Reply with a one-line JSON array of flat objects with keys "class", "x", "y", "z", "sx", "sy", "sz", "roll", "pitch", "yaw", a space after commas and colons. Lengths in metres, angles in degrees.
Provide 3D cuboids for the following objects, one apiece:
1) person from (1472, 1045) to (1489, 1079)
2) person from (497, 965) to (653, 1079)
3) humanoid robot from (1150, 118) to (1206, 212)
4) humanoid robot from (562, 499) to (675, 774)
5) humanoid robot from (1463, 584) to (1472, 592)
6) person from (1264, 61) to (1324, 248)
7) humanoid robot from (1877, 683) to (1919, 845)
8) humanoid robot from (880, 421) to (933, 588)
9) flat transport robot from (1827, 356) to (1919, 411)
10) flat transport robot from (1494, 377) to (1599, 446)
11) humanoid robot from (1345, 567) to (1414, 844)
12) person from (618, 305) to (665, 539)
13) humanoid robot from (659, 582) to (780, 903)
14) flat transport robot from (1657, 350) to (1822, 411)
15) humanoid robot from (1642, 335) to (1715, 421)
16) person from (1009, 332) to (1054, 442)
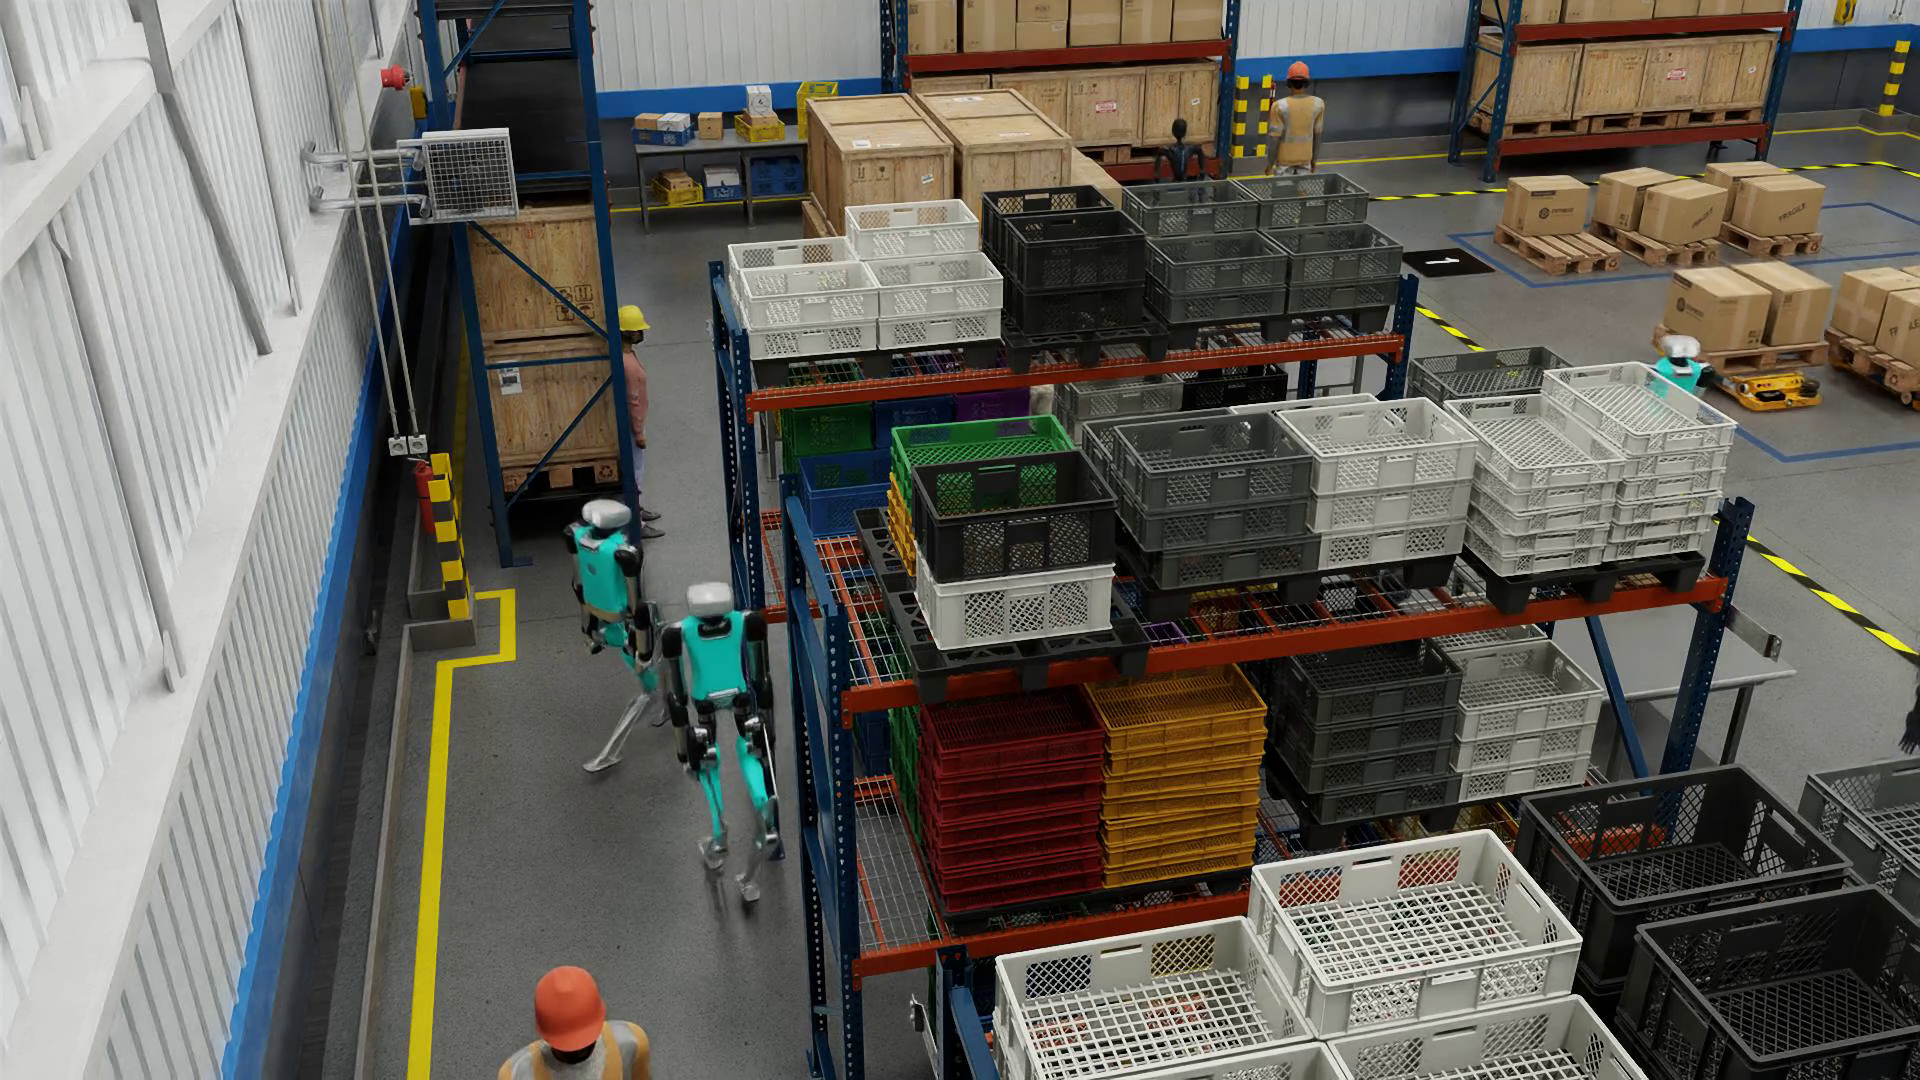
[{"class": "person", "x": 1.836, "y": 2.421, "z": 5.792, "sx": 0.528, "sy": 1.826, "sz": 0.623, "roll": -3, "pitch": 28, "yaw": -6}, {"class": "person", "x": -1.312, "y": 2.282, "z": 5.927, "sx": 0.542, "sy": 1.939, "sz": 0.363, "roll": -14, "pitch": 31, "yaw": -25}, {"class": "humanoid robot", "x": 2.288, "y": -3.529, "z": 17.231, "sx": 0.609, "sy": 1.637, "sz": 0.468, "roll": -5, "pitch": 28, "yaw": -9}, {"class": "humanoid robot", "x": -1.842, "y": 0.486, "z": 9.575, "sx": 0.561, "sy": 1.739, "sz": 1.039, "roll": 18, "pitch": 32, "yaw": 30}, {"class": "humanoid robot", "x": 3.635, "y": -0.279, "z": 10.990, "sx": 0.969, "sy": 1.734, "sz": 0.545, "roll": 15, "pitch": 31, "yaw": 25}, {"class": "person", "x": 3.587, "y": -4.129, "z": 17.986, "sx": 0.604, "sy": 2.037, "sz": 0.390, "roll": -6, "pitch": 28, "yaw": -11}, {"class": "humanoid robot", "x": 5.266, "y": 0.868, "z": 8.910, "sx": 0.588, "sy": 1.635, "sz": 0.687, "roll": -6, "pitch": 28, "yaw": -12}, {"class": "humanoid robot", "x": -0.380, "y": -0.165, "z": 10.882, "sx": 0.640, "sy": 1.870, "sz": 0.535, "roll": 0, "pitch": 28, "yaw": 1}, {"class": "flat transport robot", "x": 8.473, "y": -1.467, "z": 14.800, "sx": 0.652, "sy": 0.197, "sz": 1.431, "roll": -6, "pitch": 28, "yaw": -12}, {"class": "flat transport robot", "x": 4.780, "y": -1.036, "z": 14.013, "sx": 0.659, "sy": 0.231, "sz": 1.431, "roll": -6, "pitch": 28, "yaw": -12}, {"class": "humanoid robot", "x": 2.221, "y": 0.928, "z": 8.781, "sx": 0.608, "sy": 1.647, "sz": 0.467, "roll": 12, "pitch": 30, "yaw": 21}, {"class": "person", "x": -2.359, "y": -0.856, "z": 12.075, "sx": 0.337, "sy": 1.761, "sz": 0.522, "roll": -8, "pitch": 29, "yaw": -15}, {"class": "humanoid robot", "x": -1.149, "y": 1.111, "z": 8.379, "sx": 0.541, "sy": 1.768, "sz": 0.886, "roll": -9, "pitch": 29, "yaw": -17}, {"class": "flat transport robot", "x": 6.993, "y": -1.544, "z": 14.946, "sx": 0.652, "sy": 0.197, "sz": 1.431, "roll": -6, "pitch": 28, "yaw": -12}, {"class": "humanoid robot", "x": 4.812, "y": -0.693, "z": 11.820, "sx": 0.534, "sy": 1.792, "sz": 0.810, "roll": -3, "pitch": 28, "yaw": -6}, {"class": "person", "x": 0.434, "y": -0.629, "z": 11.565, "sx": 0.507, "sy": 1.837, "sz": 0.334, "roll": 20, "pitch": 34, "yaw": 34}]
